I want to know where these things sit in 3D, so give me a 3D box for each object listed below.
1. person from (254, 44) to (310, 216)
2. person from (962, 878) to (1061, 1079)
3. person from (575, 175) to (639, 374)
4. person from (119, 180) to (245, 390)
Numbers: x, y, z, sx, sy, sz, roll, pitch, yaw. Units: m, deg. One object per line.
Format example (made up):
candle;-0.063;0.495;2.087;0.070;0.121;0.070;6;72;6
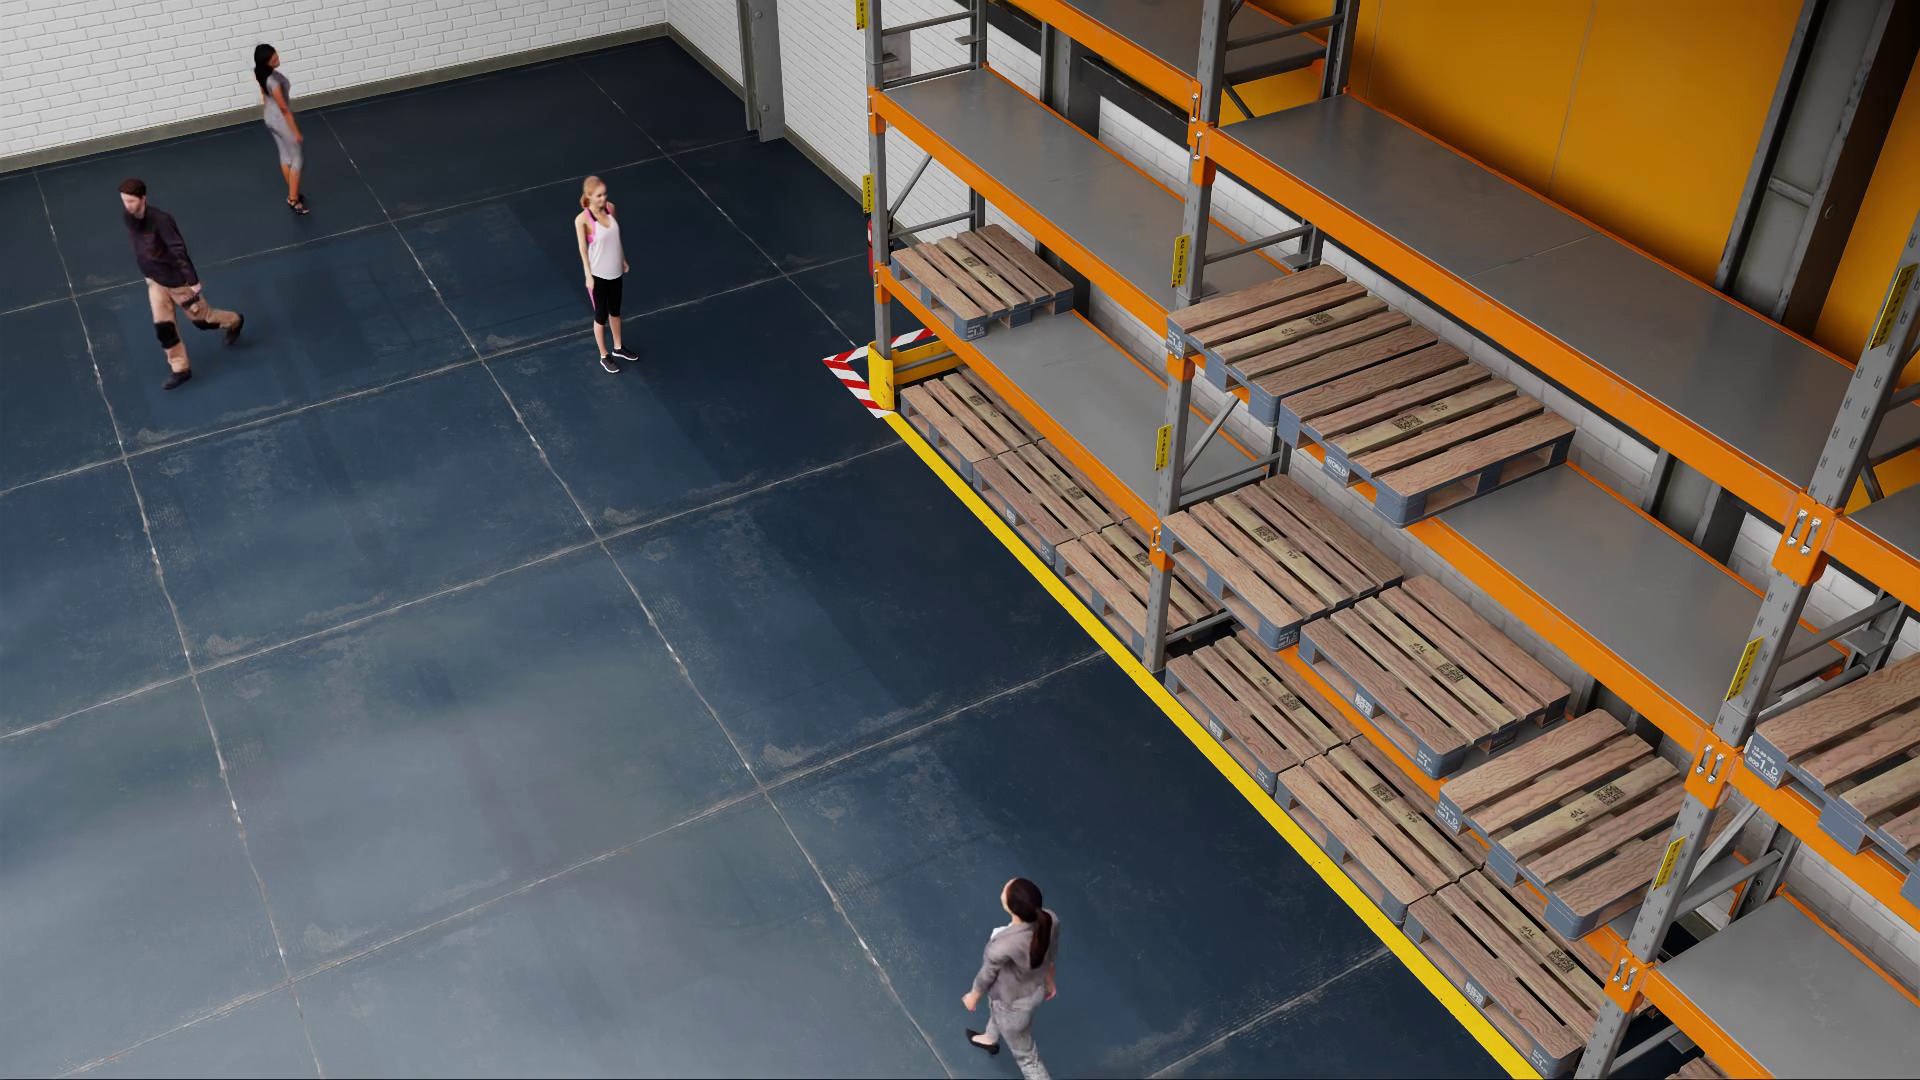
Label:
person;-6.769;-4.117;16.571;0.581;1.764;0.769;23;44;26
person;0.346;2.406;8.506;1.146;1.636;0.831;29;47;32
person;-3.061;-2.302;14.279;0.652;1.788;0.675;25;45;28
person;-6.646;-2.257;14.144;1.218;1.887;1.240;13;40;16
